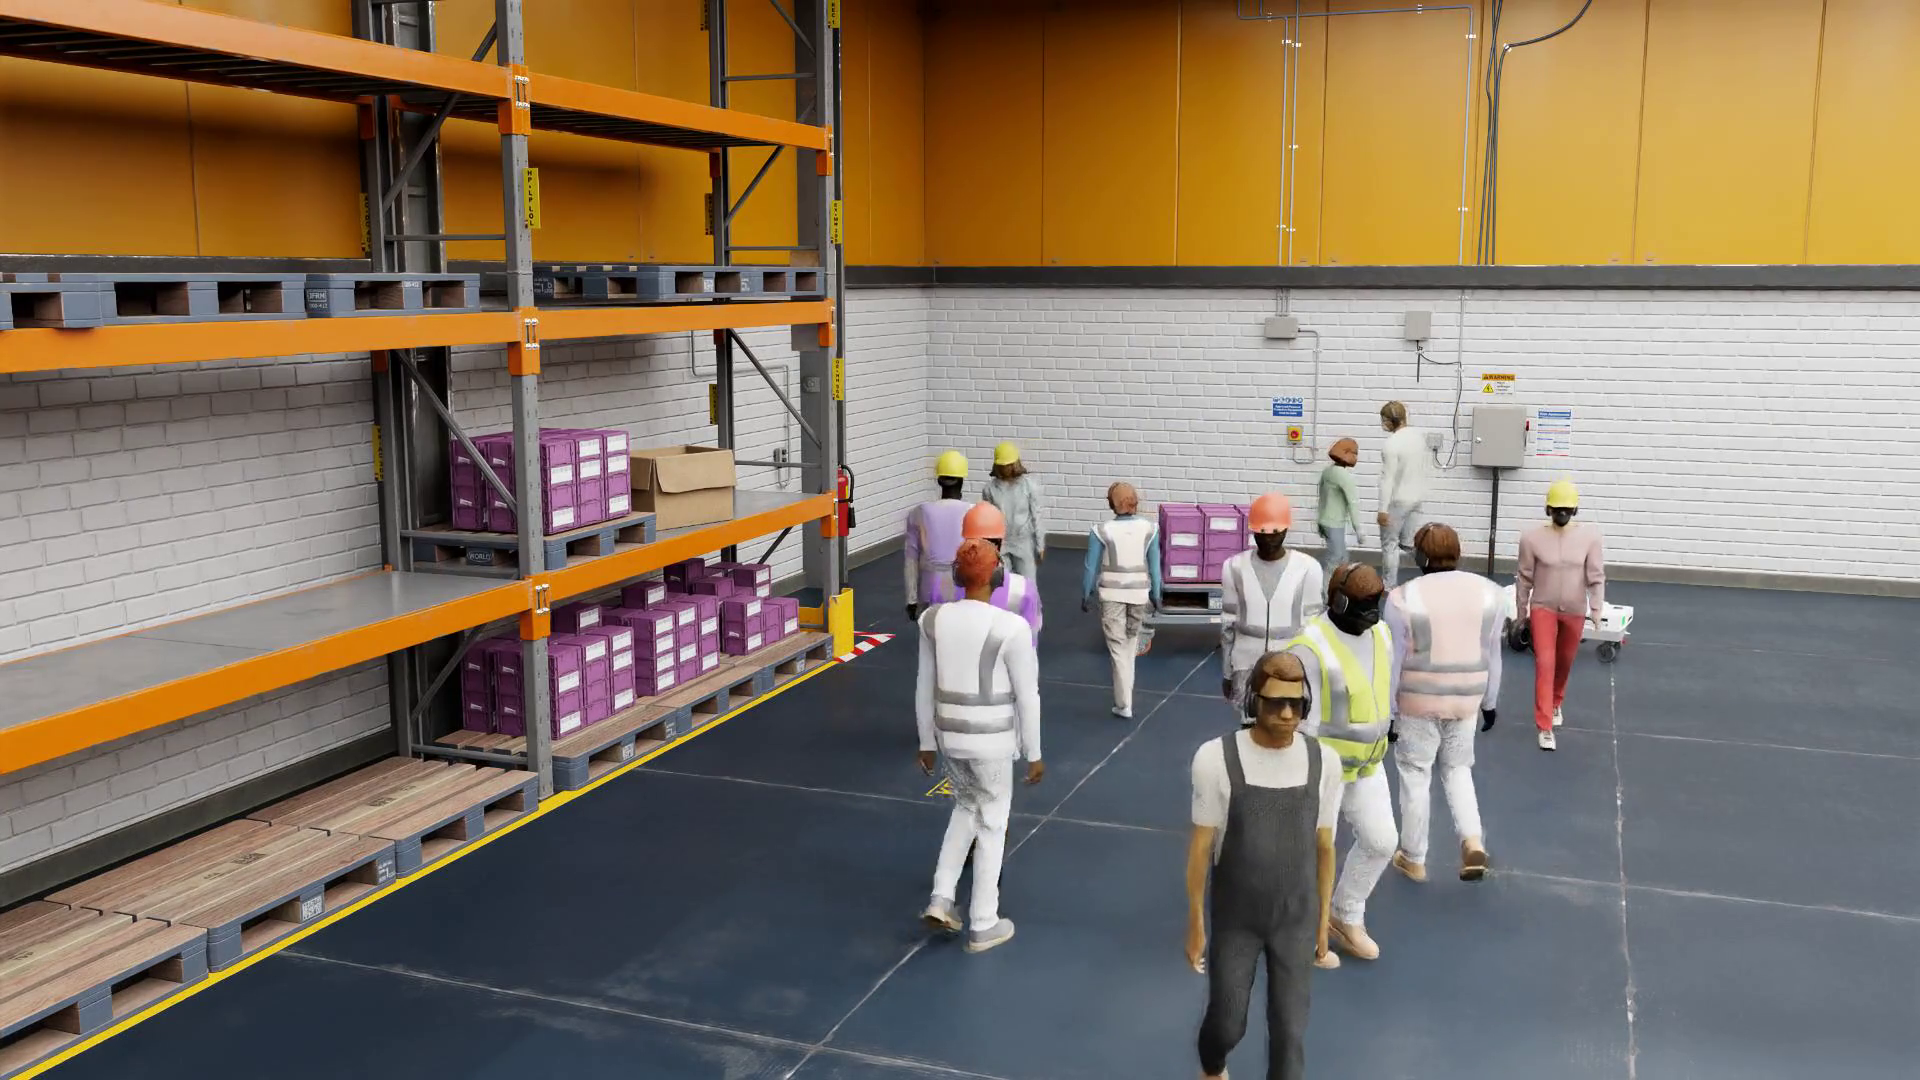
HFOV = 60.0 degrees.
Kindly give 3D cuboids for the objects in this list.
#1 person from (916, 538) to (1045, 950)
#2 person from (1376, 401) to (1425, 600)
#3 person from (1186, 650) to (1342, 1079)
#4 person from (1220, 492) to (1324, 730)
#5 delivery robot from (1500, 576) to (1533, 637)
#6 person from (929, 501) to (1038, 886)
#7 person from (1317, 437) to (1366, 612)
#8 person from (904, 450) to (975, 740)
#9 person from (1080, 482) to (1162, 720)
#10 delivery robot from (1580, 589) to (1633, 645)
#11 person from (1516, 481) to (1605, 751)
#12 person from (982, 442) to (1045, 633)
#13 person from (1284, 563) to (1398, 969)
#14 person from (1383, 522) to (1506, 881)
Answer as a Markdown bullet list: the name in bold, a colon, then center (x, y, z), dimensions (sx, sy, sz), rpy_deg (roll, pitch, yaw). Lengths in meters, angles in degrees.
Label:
- **person**: center (0.093, 0.922, 7.501), dimensions (0.590, 1.859, 0.406), rpy_deg (7, 11, 36)
- **person**: center (4.123, -0.335, 15.313), dimensions (0.764, 1.896, 0.662), rpy_deg (8, 12, 41)
- **person**: center (0.999, 1.244, 5.573), dimensions (0.521, 1.830, 0.702), rpy_deg (-1, 9, -3)
- **person**: center (1.694, 0.656, 9.009), dimensions (0.565, 1.905, 0.723), rpy_deg (3, 9, 17)
- **delivery robot**: center (4.610, 0.539, 13.692), dimensions (0.707, 0.478, 0.477), rpy_deg (-6, 11, -33)
- **person**: center (0.110, 0.775, 8.273), dimensions (0.549, 1.920, 0.720), rpy_deg (1, 9, 5)
- **person**: center (3.312, -0.094, 14.654), dimensions (0.407, 1.607, 0.560), rpy_deg (-2, 9, -10)
- **person**: center (-0.088, 0.356, 10.974), dimensions (0.597, 1.893, 0.933), rpy_deg (2, 9, 10)
- **person**: center (1.087, 0.399, 11.514), dimensions (0.540, 1.612, 0.663), rpy_deg (-3, 9, -16)
- **delivery robot**: center (4.954, 0.615, 13.210), dimensions (0.707, 0.478, 0.477), rpy_deg (5, 10, 31)
- **person**: center (3.920, 0.447, 10.923), dimensions (0.523, 1.719, 0.916), rpy_deg (2, 9, 9)
- **person**: center (0.447, 0.042, 13.466), dimensions (0.526, 1.713, 0.619), rpy_deg (2, 9, 15)
- **person**: center (1.662, 0.985, 7.247), dimensions (0.697, 1.820, 0.518), rpy_deg (-7, 12, -38)
- **person**: center (2.369, 0.822, 8.218), dimensions (0.643, 1.827, 0.527), rpy_deg (-1, 9, -8)
